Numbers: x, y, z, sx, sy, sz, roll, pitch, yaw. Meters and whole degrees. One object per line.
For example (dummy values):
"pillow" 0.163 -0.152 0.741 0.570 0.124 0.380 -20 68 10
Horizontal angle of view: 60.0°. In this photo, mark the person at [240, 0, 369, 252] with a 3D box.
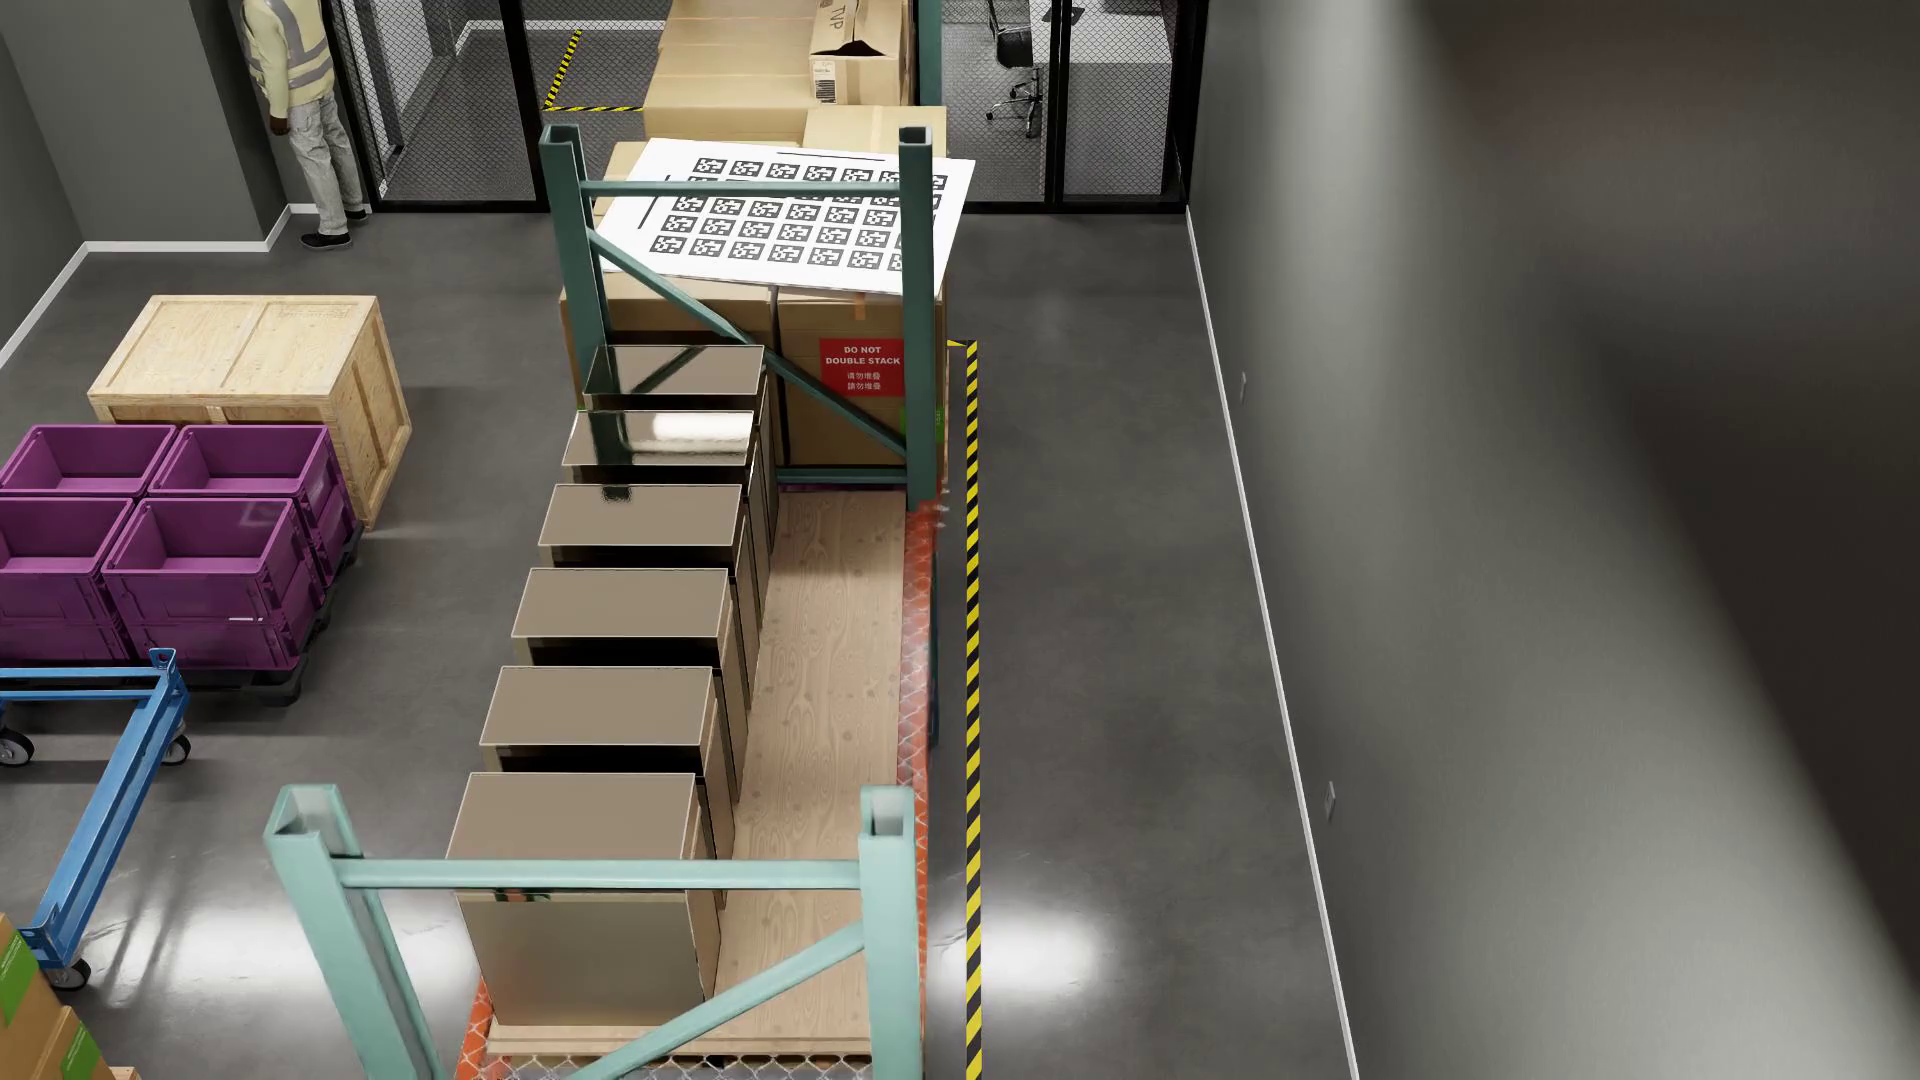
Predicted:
"person" -3.474 -2.389 8.696 0.403 1.833 0.586 5 41 6
